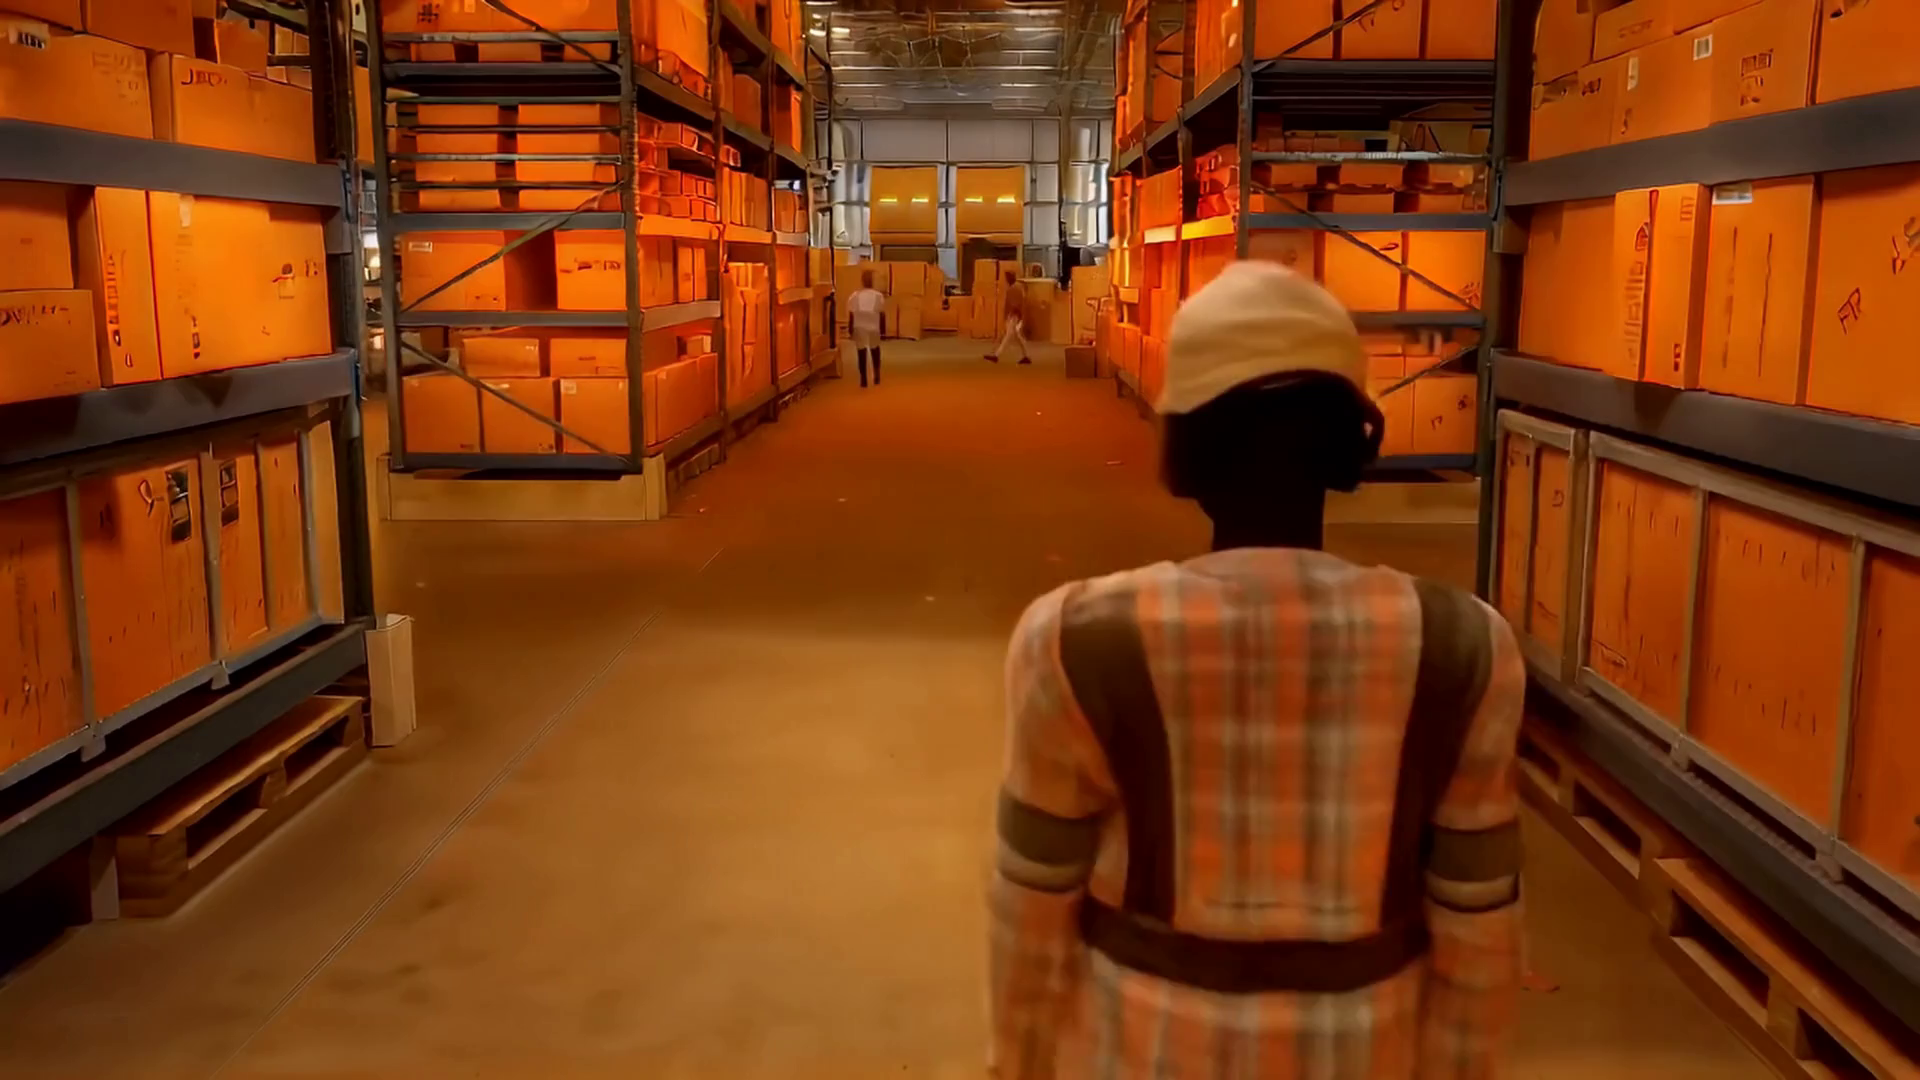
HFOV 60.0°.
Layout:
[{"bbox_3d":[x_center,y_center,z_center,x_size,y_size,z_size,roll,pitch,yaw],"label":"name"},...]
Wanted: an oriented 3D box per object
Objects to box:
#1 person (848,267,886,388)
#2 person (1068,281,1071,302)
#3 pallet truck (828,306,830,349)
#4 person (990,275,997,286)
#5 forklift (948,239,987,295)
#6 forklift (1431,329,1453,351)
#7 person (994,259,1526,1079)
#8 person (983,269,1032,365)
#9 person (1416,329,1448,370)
[{"bbox_3d":[-1.507,-3.435,26.938,0.622,1.940,0.663,0,9,-2],"label":"person"},{"bbox_3d":[4.280,-9.104,61.905,0.523,1.611,0.781,1,10,4],"label":"person"},{"bbox_3d":[-3.100,-3.940,29.800,1.885,1.965,0.823,3,10,19],"label":"pallet truck"},{"bbox_3d":[1.111,-8.393,57.267,0.331,1.734,0.480,-4,10,-24],"label":"person"},{"bbox_3d":[0.600,-8.940,57.110,1.873,2.768,1.129,4,10,20],"label":"forklift"},{"bbox_3d":[10.996,-5.500,36.508,1.129,2.768,1.873,0,9,1],"label":"forklift"},{"bbox_3d":[0.344,0.683,2.046,0.616,2.029,0.468,-1,9,-4],"label":"person"},{"bbox_3d":[0.958,-4.391,32.859,1.048,1.871,0.666,-2,10,-10],"label":"person"},{"bbox_3d":[7.819,-3.367,27.486,0.540,1.611,0.714,1,10,8],"label":"person"}]
